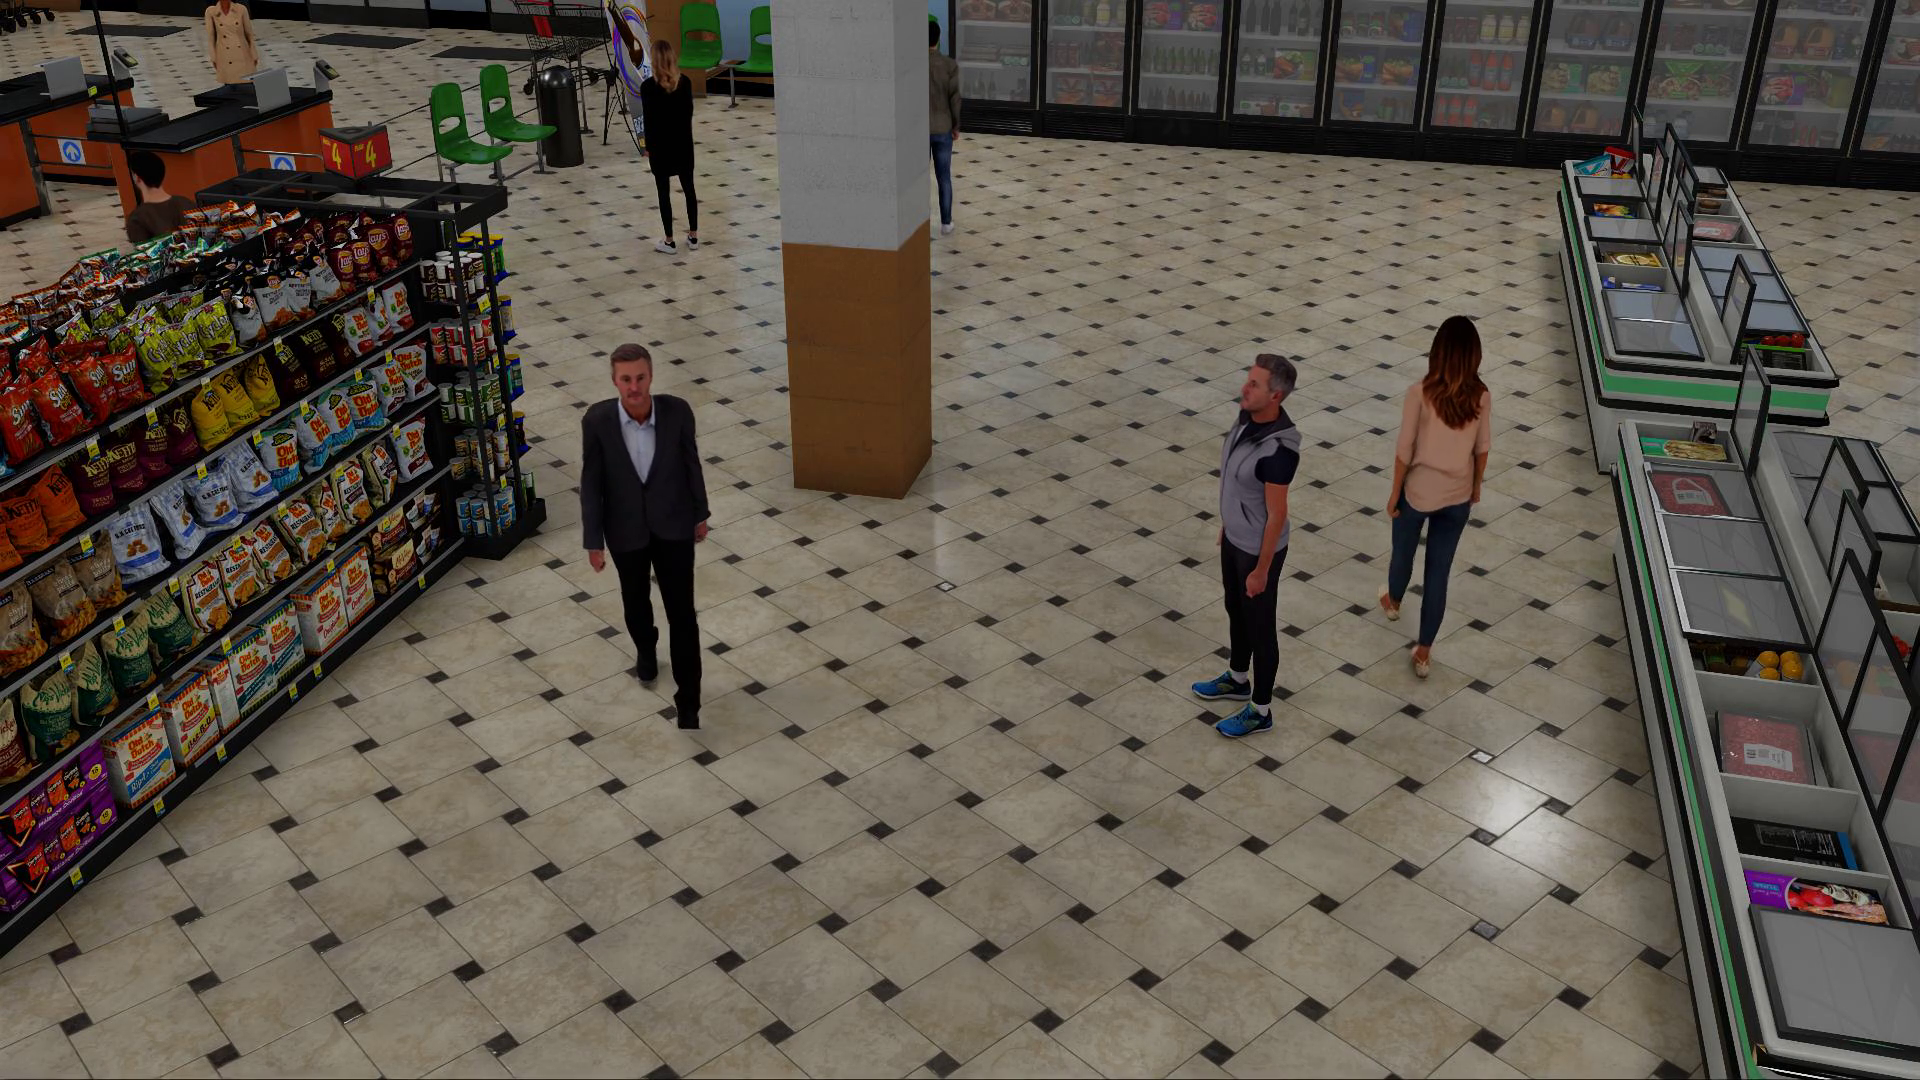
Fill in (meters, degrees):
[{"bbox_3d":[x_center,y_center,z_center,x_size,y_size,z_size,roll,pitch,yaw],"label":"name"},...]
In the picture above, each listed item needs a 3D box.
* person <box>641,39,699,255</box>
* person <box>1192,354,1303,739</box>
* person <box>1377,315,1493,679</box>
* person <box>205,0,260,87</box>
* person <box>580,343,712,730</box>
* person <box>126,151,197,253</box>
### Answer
[{"bbox_3d":[-2.472,-3.357,14.224,0.670,1.802,0.741,-16,31,-29],"label":"person"},{"bbox_3d":[1.343,0.011,7.549,0.829,1.831,0.680,-5,27,-10],"label":"person"},{"bbox_3d":[2.288,-0.158,7.962,0.743,1.760,1.043,2,27,4],"label":"person"},{"bbox_3d":[-7.865,-5.222,18.034,0.718,1.682,0.740,-10,29,-19],"label":"person"},{"bbox_3d":[-1.466,-0.075,7.761,1.107,1.794,1.330,-6,27,-11],"label":"person"},{"bbox_3d":[-4.927,-1.522,10.511,0.748,1.888,0.577,10,29,19],"label":"person"}]
